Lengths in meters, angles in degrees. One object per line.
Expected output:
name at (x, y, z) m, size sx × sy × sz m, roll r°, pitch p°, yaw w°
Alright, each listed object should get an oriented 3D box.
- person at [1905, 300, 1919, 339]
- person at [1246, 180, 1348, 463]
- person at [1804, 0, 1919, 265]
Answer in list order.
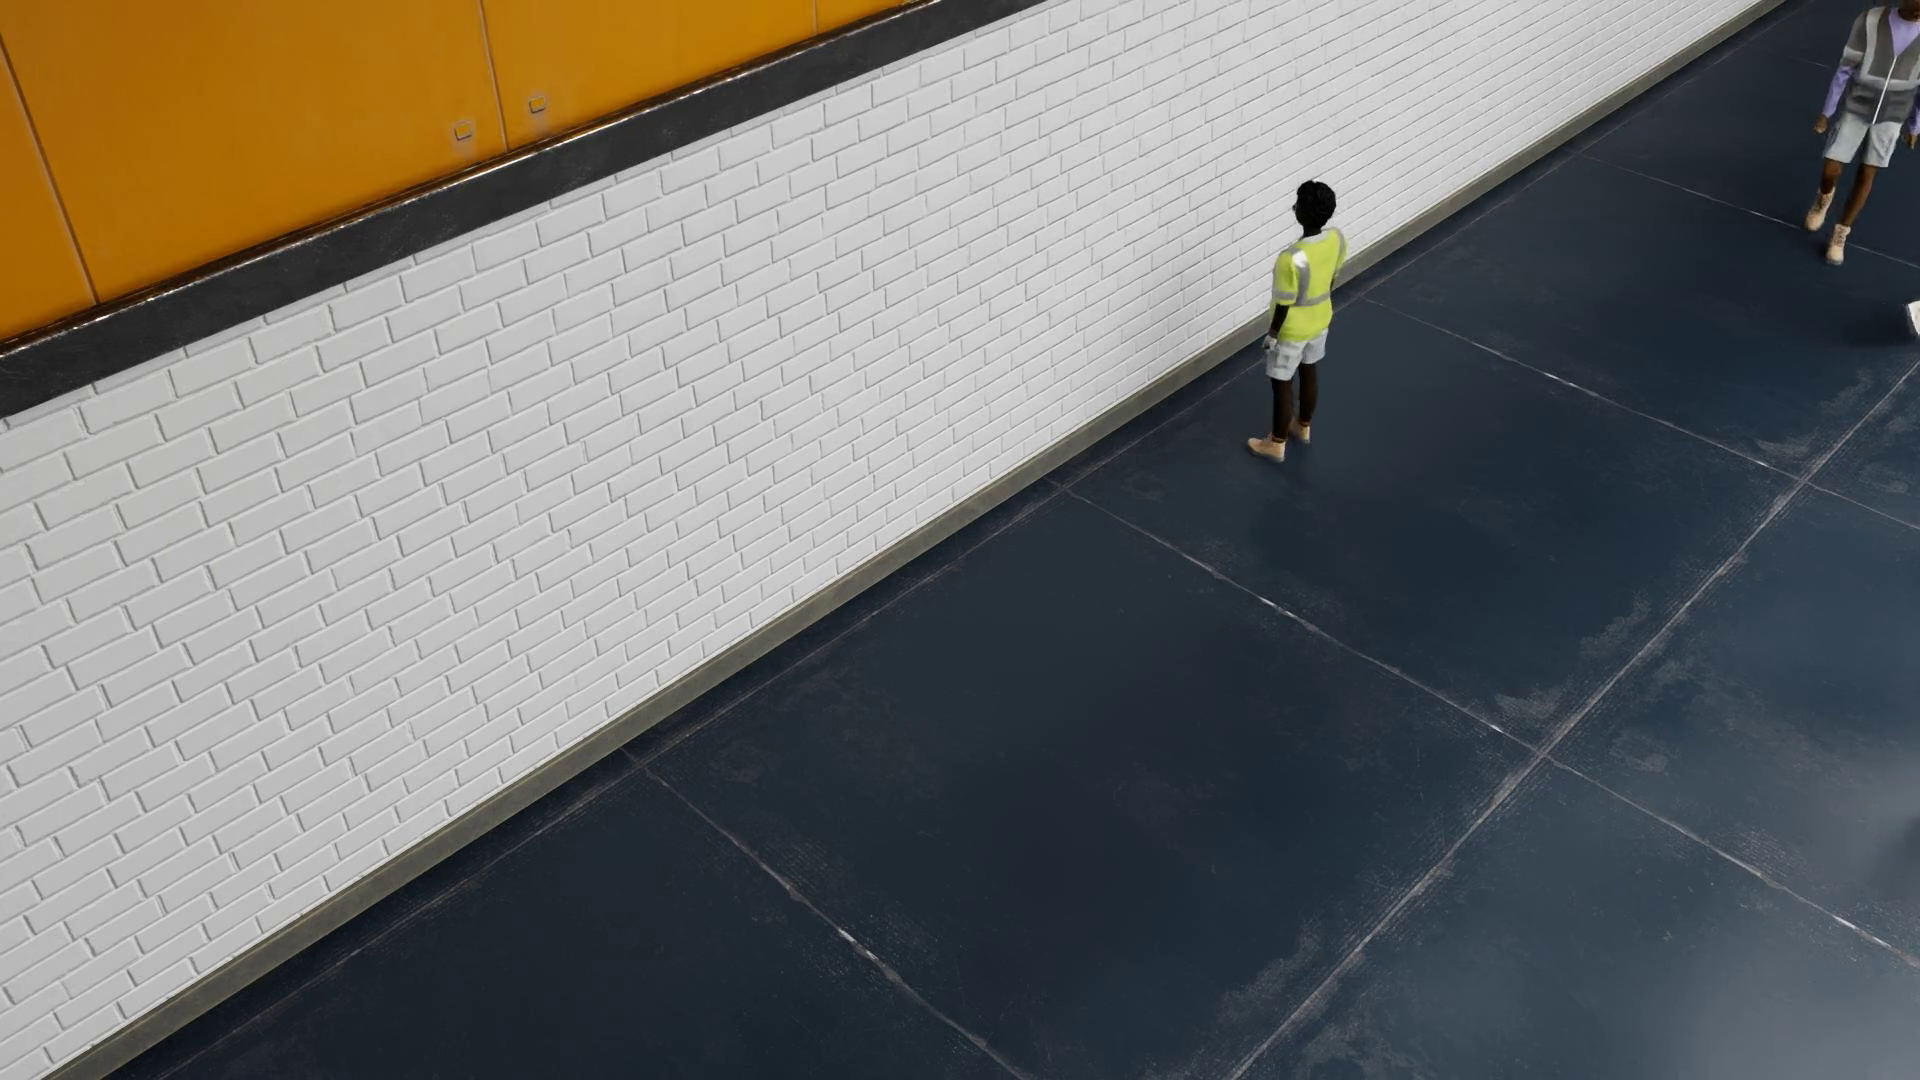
person at (6.272, -2.041, 10.224) m, size 0.612 × 1.824 × 0.855 m, roll -13°, pitch 41°, yaw -16°
person at (1.886, -1.214, 9.292) m, size 0.539 × 1.695 × 0.317 m, roll -30°, pitch 48°, yaw -32°
person at (6.075, -2.839, 11.062) m, size 0.644 × 2.024 × 0.539 m, roll 15°, pitch 41°, yaw 18°
